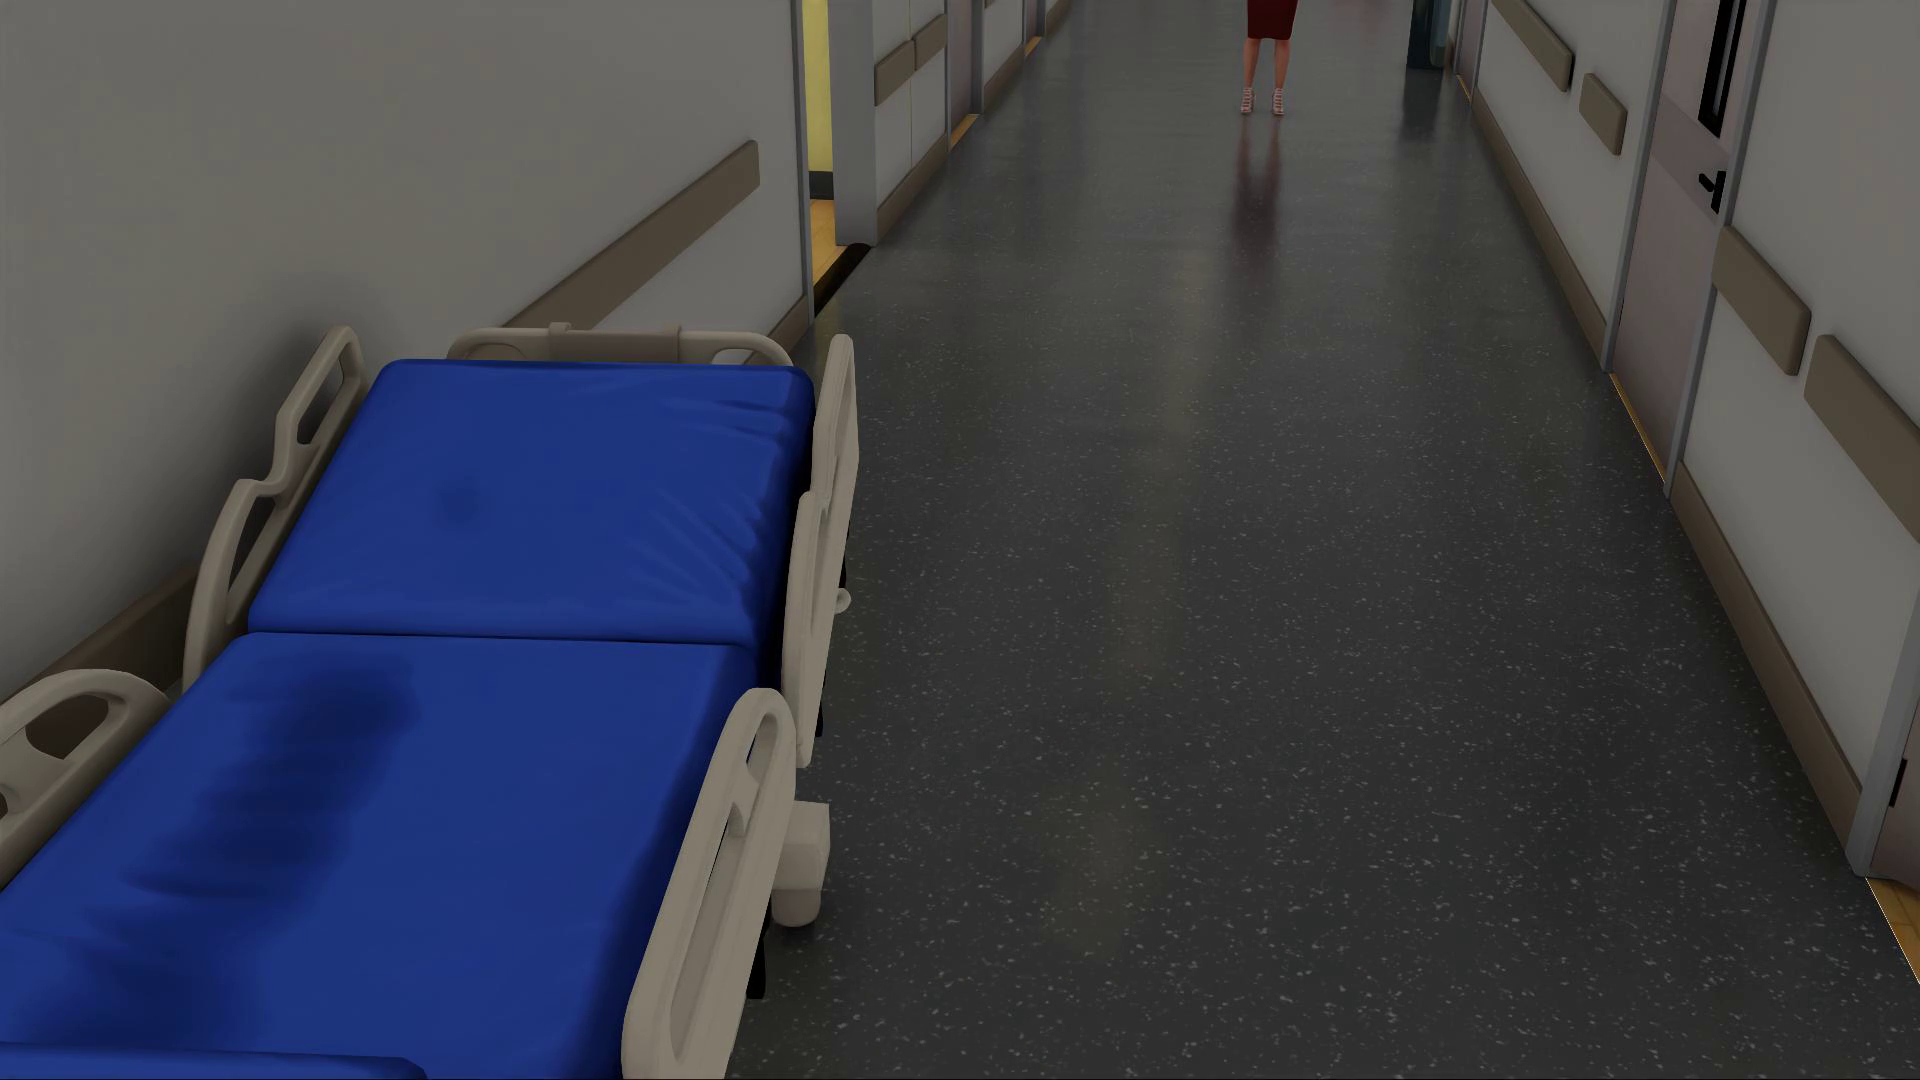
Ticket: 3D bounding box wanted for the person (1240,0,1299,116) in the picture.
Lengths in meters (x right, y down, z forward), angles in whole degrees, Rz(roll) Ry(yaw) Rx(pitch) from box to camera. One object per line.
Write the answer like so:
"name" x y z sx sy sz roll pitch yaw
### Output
"person" 2.176 -3.853 11.536 0.447 1.751 0.656 5 26 11
